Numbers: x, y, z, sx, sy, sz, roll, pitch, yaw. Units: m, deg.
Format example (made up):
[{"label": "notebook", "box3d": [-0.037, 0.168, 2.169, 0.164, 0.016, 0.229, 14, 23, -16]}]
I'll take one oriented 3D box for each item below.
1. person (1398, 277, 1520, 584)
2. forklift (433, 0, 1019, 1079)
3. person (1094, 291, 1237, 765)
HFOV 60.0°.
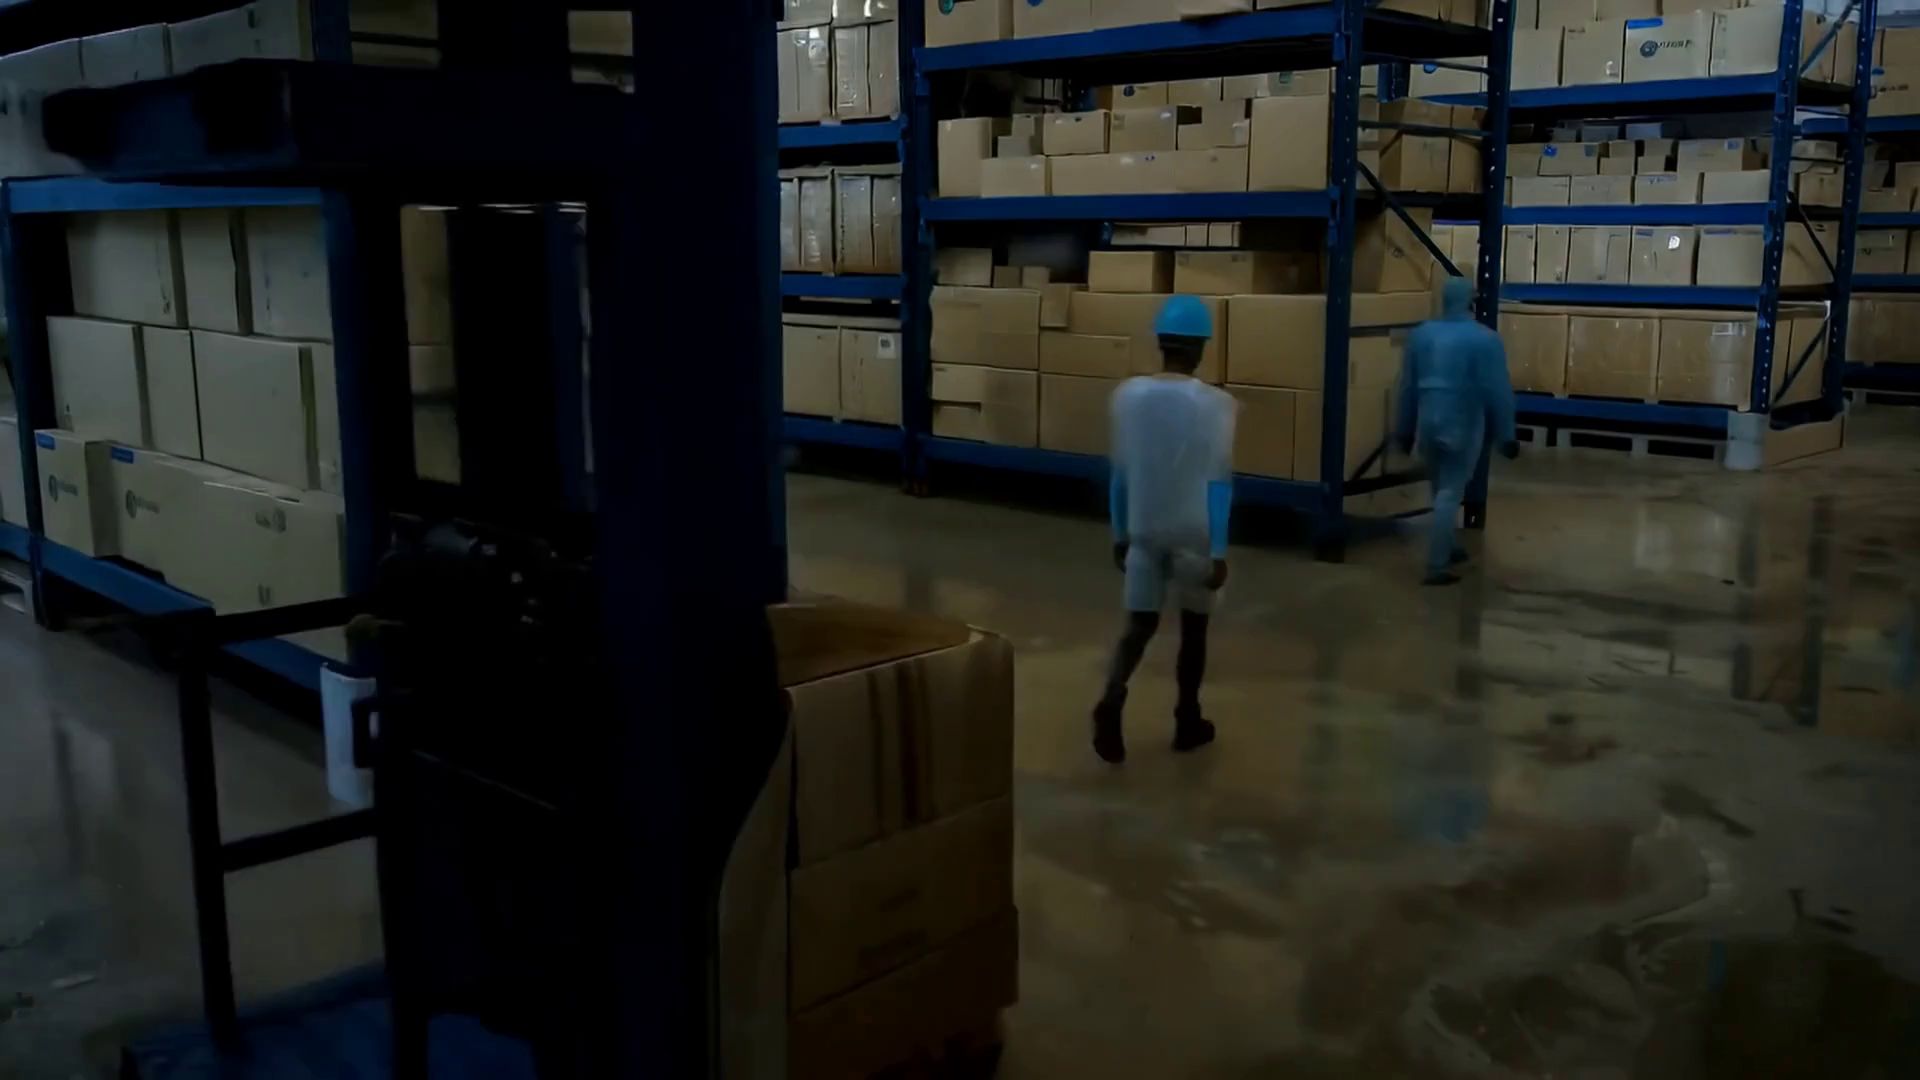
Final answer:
[{"label": "person", "box3d": [3.129, -0.686, 10.343, 0.873, 1.866, 0.682, -9, 14, -40]}, {"label": "forklift", "box3d": [-0.830, -0.031, 4.024, 1.873, 2.768, 1.129, -10, 14, -44]}, {"label": "person", "box3d": [0.821, -0.029, 6.659, 0.553, 1.914, 0.788, 7, 12, 32]}]
